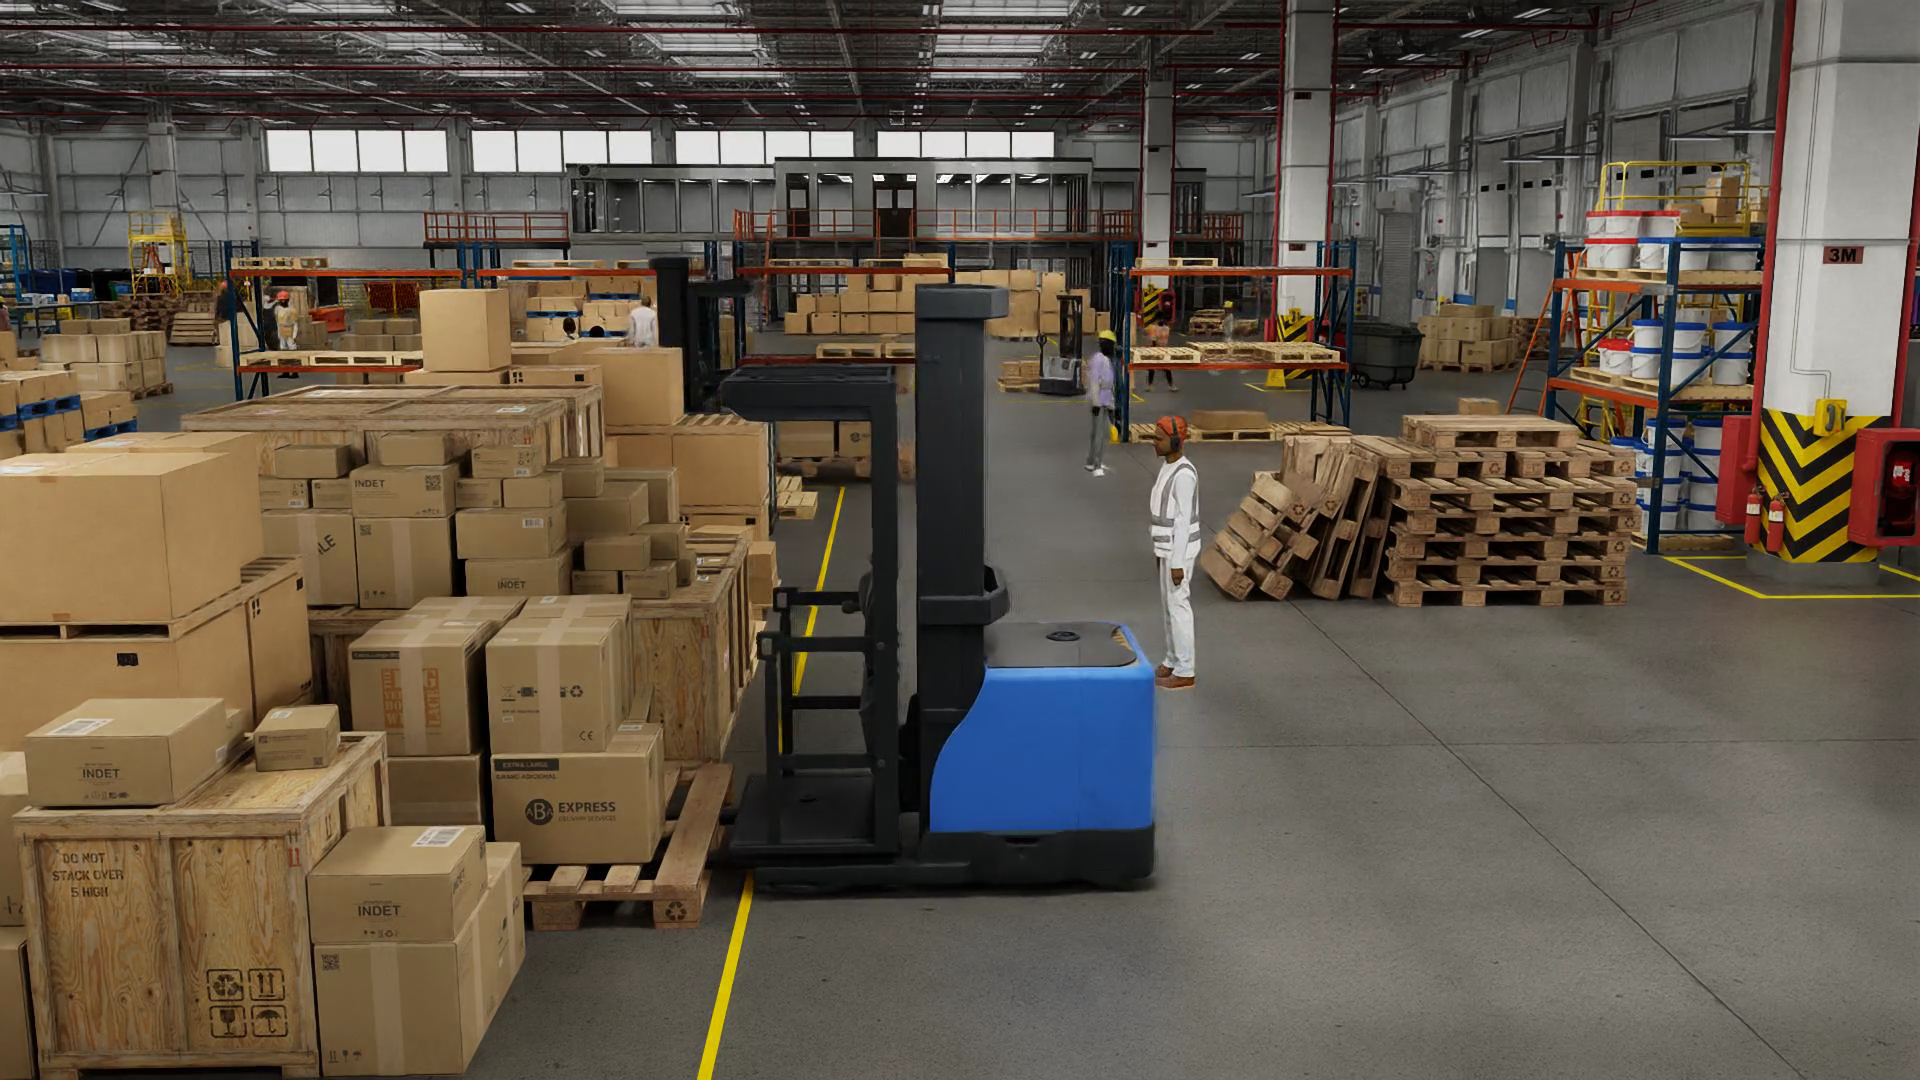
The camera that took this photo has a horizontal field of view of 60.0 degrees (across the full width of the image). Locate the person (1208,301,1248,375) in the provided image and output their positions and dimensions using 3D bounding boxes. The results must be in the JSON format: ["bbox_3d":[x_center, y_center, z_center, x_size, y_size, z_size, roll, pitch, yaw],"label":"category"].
[{"bbox_3d":[6.183,-4.617,38.013,0.903,1.703,0.498,1,10,8],"label":"person"}]

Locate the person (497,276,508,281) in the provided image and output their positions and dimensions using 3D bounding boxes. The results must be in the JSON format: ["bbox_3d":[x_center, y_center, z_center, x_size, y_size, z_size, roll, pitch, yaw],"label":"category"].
[{"bbox_3d":[-20.156,-11.025,73.183,0.576,1.883,0.355,-5,11,-26],"label":"person"}]

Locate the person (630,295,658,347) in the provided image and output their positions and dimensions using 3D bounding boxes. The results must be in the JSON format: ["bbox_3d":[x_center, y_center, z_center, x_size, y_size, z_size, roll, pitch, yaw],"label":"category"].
[{"bbox_3d":[-6.618,-4.195,35.007,0.640,1.924,0.430,2,10,13],"label":"person"}]

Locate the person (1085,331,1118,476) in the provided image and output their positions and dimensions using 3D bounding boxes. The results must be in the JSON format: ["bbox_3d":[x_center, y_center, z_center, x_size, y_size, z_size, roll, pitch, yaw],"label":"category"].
[{"bbox_3d":[1.821,-1.781,21.720,0.381,1.878,0.691,4,11,20],"label":"person"}]

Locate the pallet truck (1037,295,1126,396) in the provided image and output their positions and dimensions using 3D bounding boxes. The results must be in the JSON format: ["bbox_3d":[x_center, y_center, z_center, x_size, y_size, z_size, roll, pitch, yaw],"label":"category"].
[{"bbox_3d":[2.483,-3.881,33.060,1.885,1.965,0.823,-7,13,-36],"label":"pallet truck"}]

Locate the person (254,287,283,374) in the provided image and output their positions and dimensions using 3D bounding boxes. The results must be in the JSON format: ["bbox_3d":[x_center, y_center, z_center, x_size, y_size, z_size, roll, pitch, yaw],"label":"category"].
[{"bbox_3d":[-15.920,-4.832,38.238,0.694,2.000,0.940,4,11,21],"label":"person"}]

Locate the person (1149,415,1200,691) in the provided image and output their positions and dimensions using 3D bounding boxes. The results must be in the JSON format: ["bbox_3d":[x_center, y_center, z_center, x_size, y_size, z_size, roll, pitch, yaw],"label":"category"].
[{"bbox_3d":[1.453,0.087,11.311,0.351,1.878,0.568,0,10,-2],"label":"person"}]

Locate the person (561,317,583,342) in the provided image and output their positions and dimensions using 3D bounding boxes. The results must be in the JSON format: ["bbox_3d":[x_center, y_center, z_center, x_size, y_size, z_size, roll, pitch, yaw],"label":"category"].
[{"bbox_3d":[-6.172,-2.630,26.539,0.349,1.838,0.505,5,12,28],"label":"person"}]

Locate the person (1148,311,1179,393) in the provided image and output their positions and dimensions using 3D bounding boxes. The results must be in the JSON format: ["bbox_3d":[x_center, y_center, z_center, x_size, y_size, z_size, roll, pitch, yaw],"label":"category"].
[{"bbox_3d":[4.049,-3.754,33.306,0.542,1.640,0.893,-6,12,-31],"label":"person"}]

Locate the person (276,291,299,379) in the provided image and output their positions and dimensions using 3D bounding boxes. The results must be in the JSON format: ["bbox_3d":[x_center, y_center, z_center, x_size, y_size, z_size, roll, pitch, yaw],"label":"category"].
[{"bbox_3d":[-14.959,-4.549,36.948,0.542,1.939,0.361,4,11,23],"label":"person"}]

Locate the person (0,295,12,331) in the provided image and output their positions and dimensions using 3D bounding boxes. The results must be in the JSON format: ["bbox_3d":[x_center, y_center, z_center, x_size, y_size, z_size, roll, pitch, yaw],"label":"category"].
[{"bbox_3d":[-22.852,-4.945,39.635,0.533,1.768,0.310,0,10,2],"label":"person"}]

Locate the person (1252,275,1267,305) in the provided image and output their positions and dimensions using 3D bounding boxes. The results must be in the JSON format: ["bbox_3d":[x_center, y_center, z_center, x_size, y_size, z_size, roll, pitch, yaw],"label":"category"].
[{"bbox_3d":[12.919,-10.795,71.753,0.647,1.936,0.914,2,10,9],"label":"person"}]

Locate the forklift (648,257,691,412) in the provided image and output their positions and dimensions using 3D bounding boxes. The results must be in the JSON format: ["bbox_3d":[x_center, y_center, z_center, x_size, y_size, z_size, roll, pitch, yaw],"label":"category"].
[{"bbox_3d":[-3.677,-2.221,21.352,1.873,2.768,1.129,0,10,-2],"label":"forklift"}]

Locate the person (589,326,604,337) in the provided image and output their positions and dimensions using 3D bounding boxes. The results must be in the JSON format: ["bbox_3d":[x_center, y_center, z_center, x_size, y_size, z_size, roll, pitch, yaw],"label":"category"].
[{"bbox_3d":[-4.908,-1.933,22.469,0.590,1.910,0.406,3,11,18],"label":"person"}]

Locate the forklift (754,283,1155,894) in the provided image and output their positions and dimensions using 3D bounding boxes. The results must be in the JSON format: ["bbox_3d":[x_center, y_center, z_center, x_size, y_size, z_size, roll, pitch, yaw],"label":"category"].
[{"bbox_3d":[-0.034,0.174,8.010,1.873,2.768,1.129,0,10,-2],"label":"forklift"}]

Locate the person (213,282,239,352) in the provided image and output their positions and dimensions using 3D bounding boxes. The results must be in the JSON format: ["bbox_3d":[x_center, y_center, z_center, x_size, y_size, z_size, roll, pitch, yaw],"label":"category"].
[{"bbox_3d":[-19.740,-5.932,44.633,0.633,1.942,1.001,5,11,25],"label":"person"}]
